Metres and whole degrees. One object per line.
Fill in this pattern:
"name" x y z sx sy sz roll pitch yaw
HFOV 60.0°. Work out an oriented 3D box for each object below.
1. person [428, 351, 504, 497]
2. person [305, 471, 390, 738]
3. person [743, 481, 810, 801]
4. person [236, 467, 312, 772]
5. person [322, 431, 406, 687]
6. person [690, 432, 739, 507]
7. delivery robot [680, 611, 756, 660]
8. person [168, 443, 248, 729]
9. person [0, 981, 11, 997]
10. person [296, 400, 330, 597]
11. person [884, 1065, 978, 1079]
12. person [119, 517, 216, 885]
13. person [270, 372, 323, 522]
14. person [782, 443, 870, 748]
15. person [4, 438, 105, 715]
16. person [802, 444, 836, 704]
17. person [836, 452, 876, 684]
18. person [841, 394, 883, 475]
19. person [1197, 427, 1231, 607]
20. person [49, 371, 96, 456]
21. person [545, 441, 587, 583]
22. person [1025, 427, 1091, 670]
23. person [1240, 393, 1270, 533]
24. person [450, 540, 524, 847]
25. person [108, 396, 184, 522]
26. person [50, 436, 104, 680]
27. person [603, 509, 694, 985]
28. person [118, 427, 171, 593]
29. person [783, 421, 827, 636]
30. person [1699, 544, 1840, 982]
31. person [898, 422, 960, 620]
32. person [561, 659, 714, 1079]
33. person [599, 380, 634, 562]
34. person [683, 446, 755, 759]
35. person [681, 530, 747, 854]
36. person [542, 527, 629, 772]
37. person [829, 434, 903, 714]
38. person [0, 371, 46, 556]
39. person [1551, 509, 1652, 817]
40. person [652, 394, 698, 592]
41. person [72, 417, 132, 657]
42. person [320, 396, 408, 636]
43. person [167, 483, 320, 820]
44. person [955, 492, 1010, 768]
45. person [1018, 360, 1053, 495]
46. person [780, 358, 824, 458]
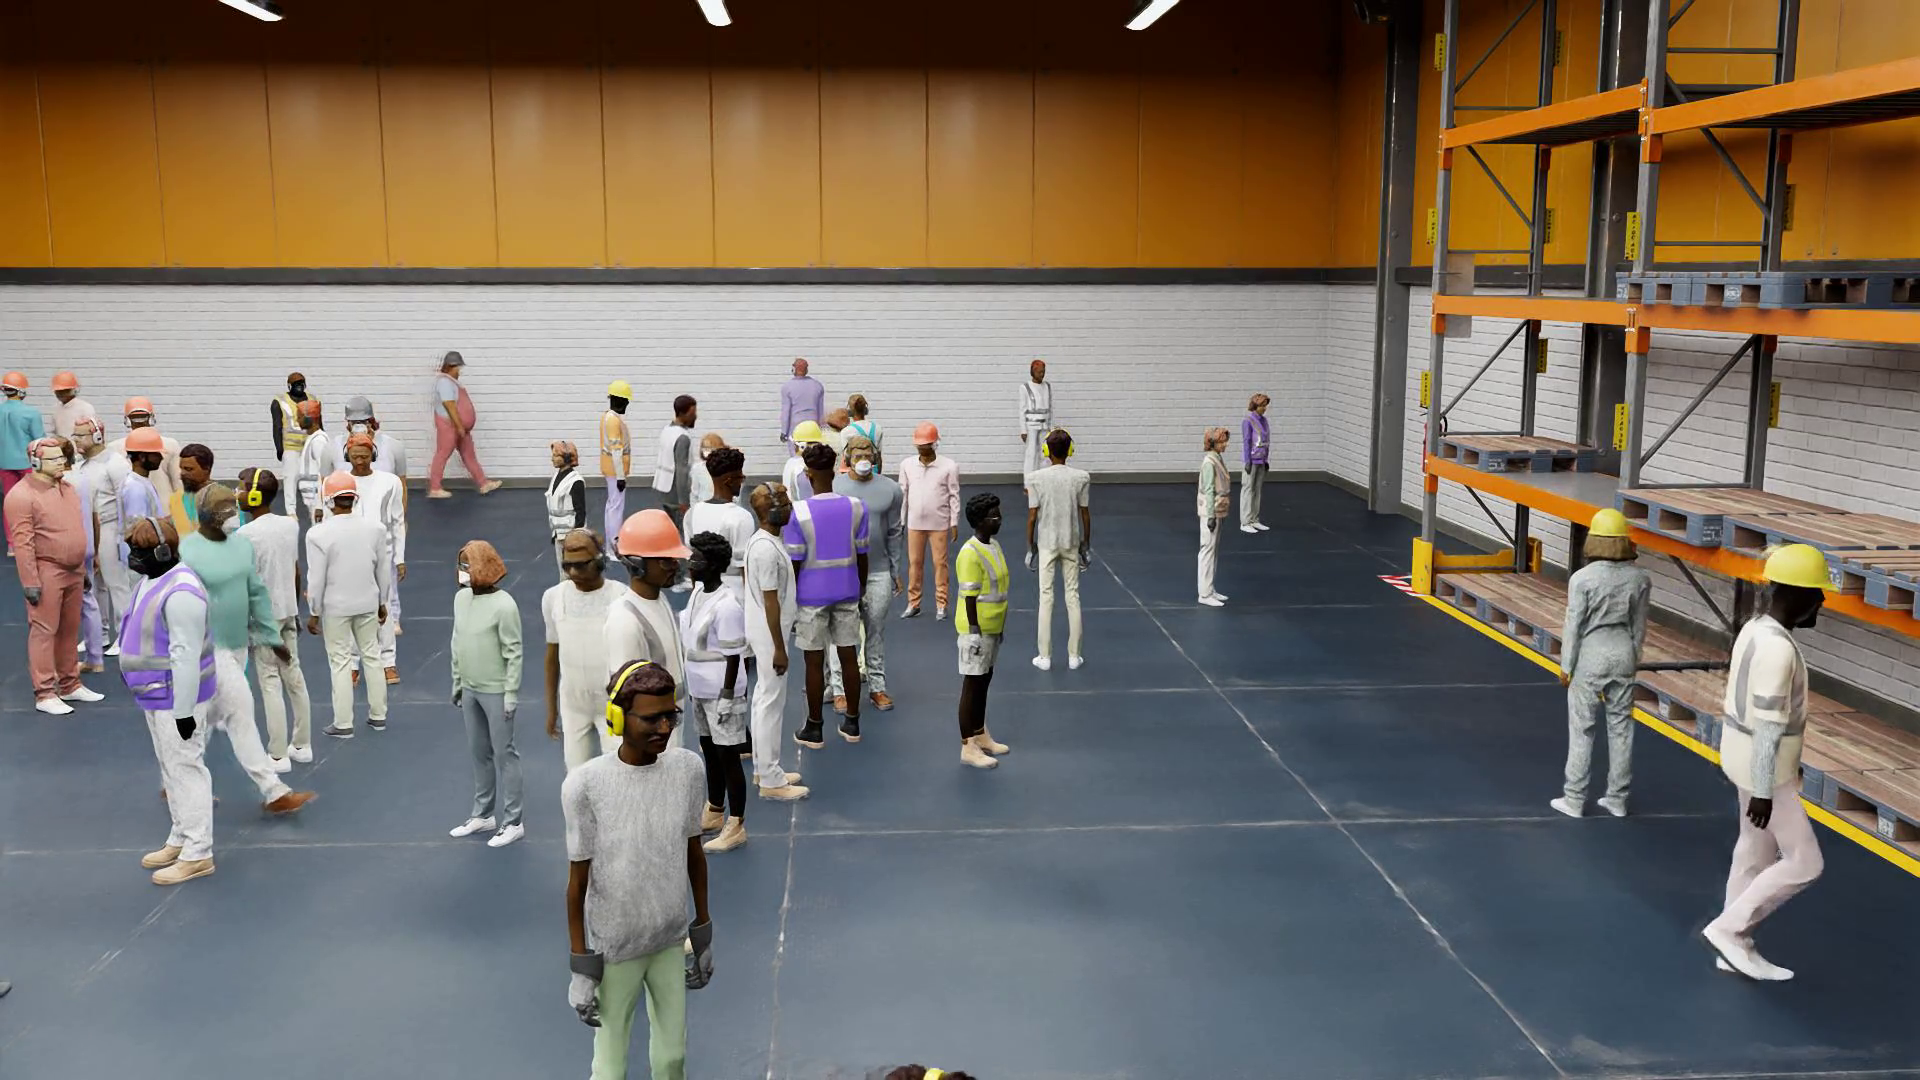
"person" -6.805 -1.592 22.657 1.013 2.000 0.693 0 9 -2
"person" -4.033 0.417 10.938 0.337 1.749 0.574 8 12 40
"person" -1.074 0.580 9.627 0.345 1.847 0.508 -2 9 -13
"person" -4.213 0.487 10.128 0.335 1.875 0.521 3 10 19
"person" -4.386 0.139 12.266 0.575 1.887 0.355 -3 10 -20
"person" -2.207 -0.181 15.135 0.498 1.616 0.430 2 9 14
"delivery robot" -1.825 0.670 12.811 0.707 0.478 0.477 7 12 38
"person" -5.013 0.303 11.141 0.590 1.919 0.394 3 10 19
"person" -4.236 1.071 6.790 0.524 1.769 0.325 -1 9 -7
"person" -5.940 -0.358 15.406 0.354 1.881 0.576 -4 10 -24
"person" -0.080 1.704 2.605 0.758 1.841 0.525 3 10 18
"person" -3.968 0.791 8.352 0.429 1.837 0.624 -7 11 -37
"person" -8.101 -1.139 20.432 0.429 1.842 0.633 8 12 43
"person" -0.866 0.356 10.679 0.603 1.958 0.380 -5 10 -28
"person" -6.281 0.241 11.567 0.410 1.909 0.643 1 9 5
"person" -0.928 0.237 11.782 0.373 1.843 0.570 -2 9 -11
"person" -0.749 0.192 12.354 0.325 1.749 0.567 -1 9 -4
"person" -0.998 -0.546 16.711 0.505 1.841 0.347 -8 12 -40
"person" 2.329 -0.218 15.292 0.306 1.637 0.522 3 9 16
"person" -9.825 -0.890 18.464 0.634 1.975 0.472 4 10 21
"person" -3.316 -0.026 14.072 0.311 1.642 0.513 -7 11 -37
"person" 0.753 0.067 12.768 0.514 1.873 0.328 -1 9 -4
"person" 3.486 -0.910 19.632 0.309 1.640 0.513 7 11 36
"person" -2.528 0.808 8.858 0.507 1.633 0.277 7 11 35
"person" -6.991 -0.240 14.327 0.611 1.989 0.391 -5 10 -27
"person" -6.673 0.135 12.471 0.357 1.835 0.518 3 10 18
"person" -1.308 0.878 7.134 0.377 2.041 0.616 0 9 1
"person" -5.911 0.140 12.131 0.377 1.929 0.547 -4 10 -23
"person" -1.253 -0.069 13.754 0.404 1.830 0.590 -3 10 -20
"person" 3.446 0.962 7.028 0.431 1.905 0.625 4 10 21
"person" -0.286 -0.163 14.584 0.571 1.747 0.341 2 9 14
"person" -0.989 1.281 5.191 0.510 1.860 0.333 -7 12 -39
"person" -3.615 -0.725 17.596 0.375 1.919 0.584 -3 10 -18
"person" -1.460 0.390 10.440 0.605 1.966 0.367 8 12 40
"person" -1.299 0.790 8.774 0.318 1.697 0.535 -5 11 -31
"person" -1.785 0.829 8.162 0.536 1.828 0.379 1 9 9
"person" -0.684 0.231 11.530 0.630 1.940 0.372 -3 10 -21
"person" -10.107 -0.812 17.902 0.617 1.994 0.381 0 9 1
"person" 3.579 0.689 9.287 0.488 1.739 0.307 -1 9 -8
"person" -2.732 -0.460 16.026 0.424 1.898 0.654 -4 10 -25
"person" -6.877 -0.028 13.253 0.652 1.906 0.409 4 10 23
"person" -4.941 -0.189 13.843 0.689 2.000 0.537 -3 10 -20
"person" -4.072 0.617 9.269 1.012 1.886 0.647 2 9 10
"person" 0.141 0.546 10.307 0.318 1.697 0.534 3 9 17
"person" 1.051 -1.538 22.840 0.585 1.878 0.364 -8 12 -39
"person" -2.152 -1.512 22.566 0.637 1.911 0.403 -5 10 -30
